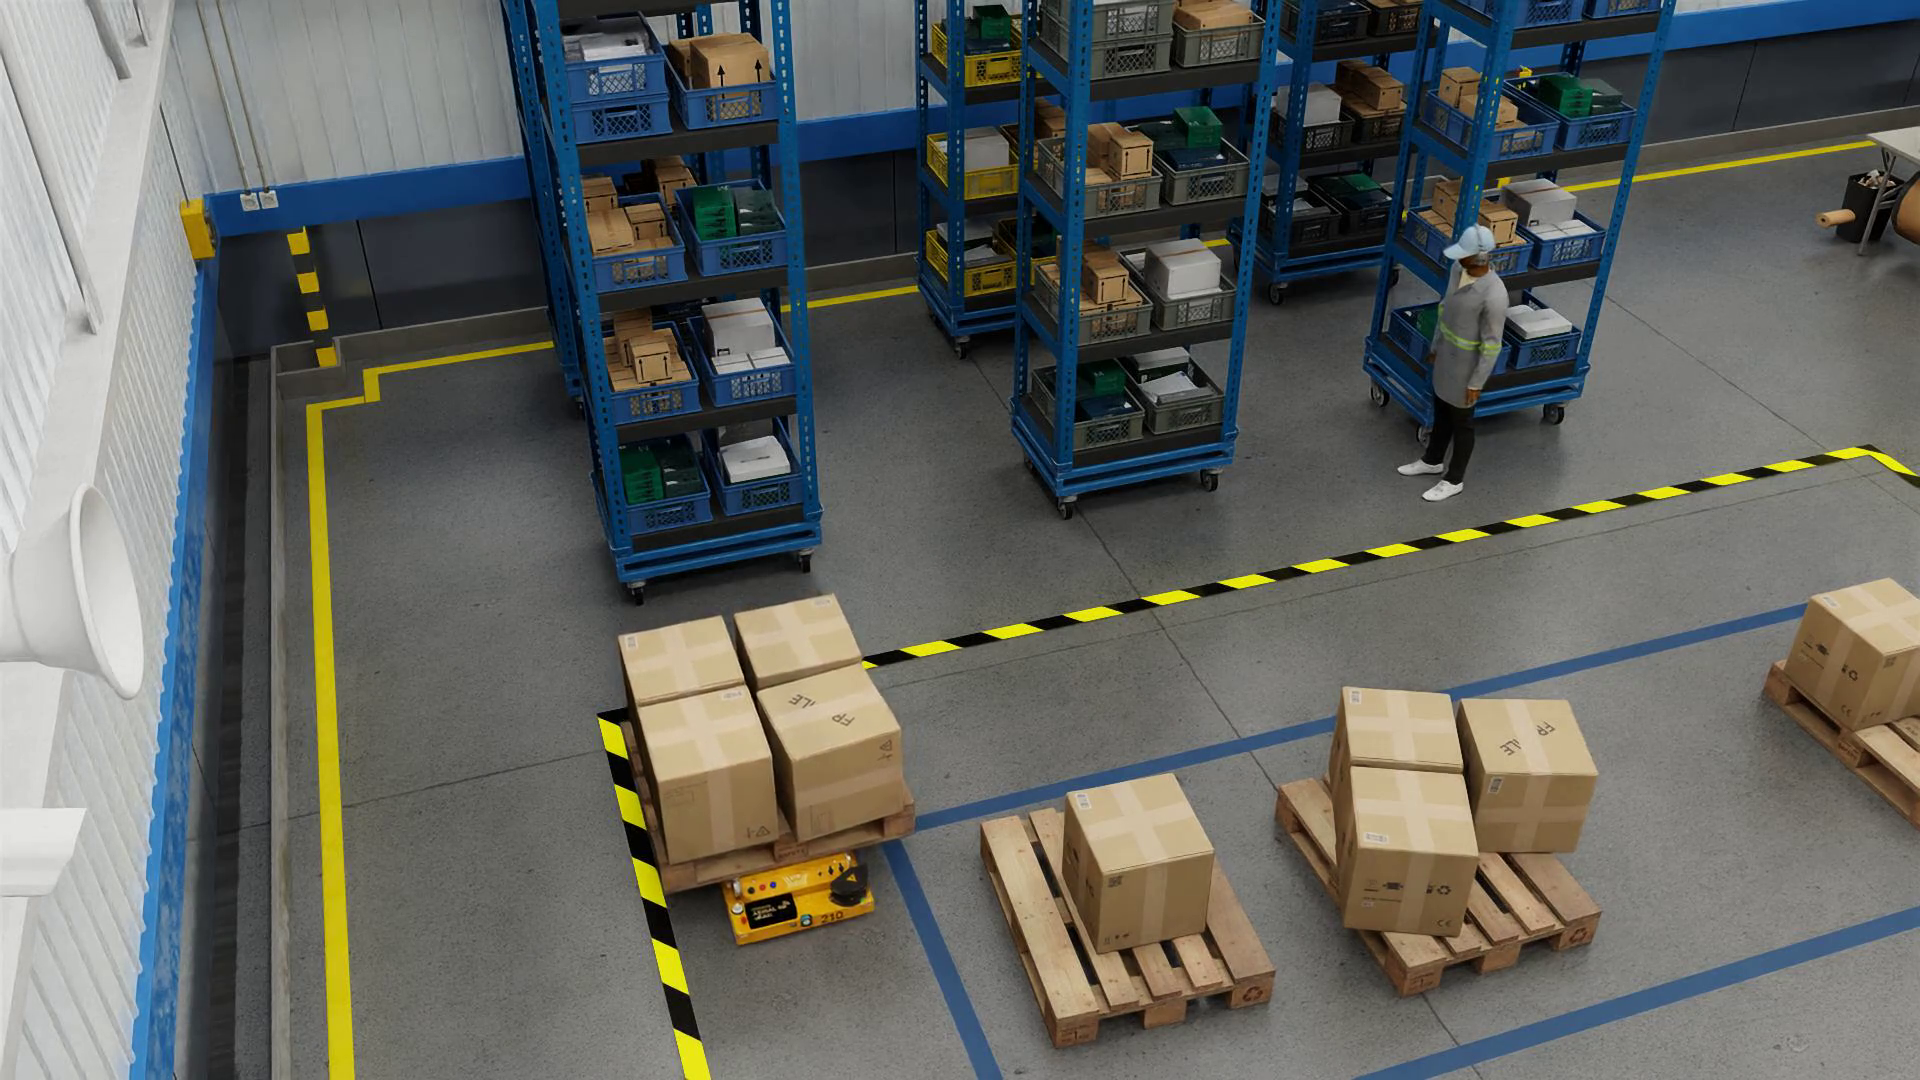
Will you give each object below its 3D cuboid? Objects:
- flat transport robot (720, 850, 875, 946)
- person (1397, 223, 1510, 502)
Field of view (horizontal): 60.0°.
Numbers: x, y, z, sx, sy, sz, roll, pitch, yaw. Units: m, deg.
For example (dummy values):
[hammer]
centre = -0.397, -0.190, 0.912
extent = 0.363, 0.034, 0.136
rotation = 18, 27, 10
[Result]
[flat transport robot]
centre = -0.932, 1.327, 8.150
extent = 0.652, 0.197, 1.431
rotation = -11, 37, -15
[person]
centre = 3.046, -1.092, 10.235
extent = 0.403, 1.847, 0.587
rotation = -8, 36, -11
